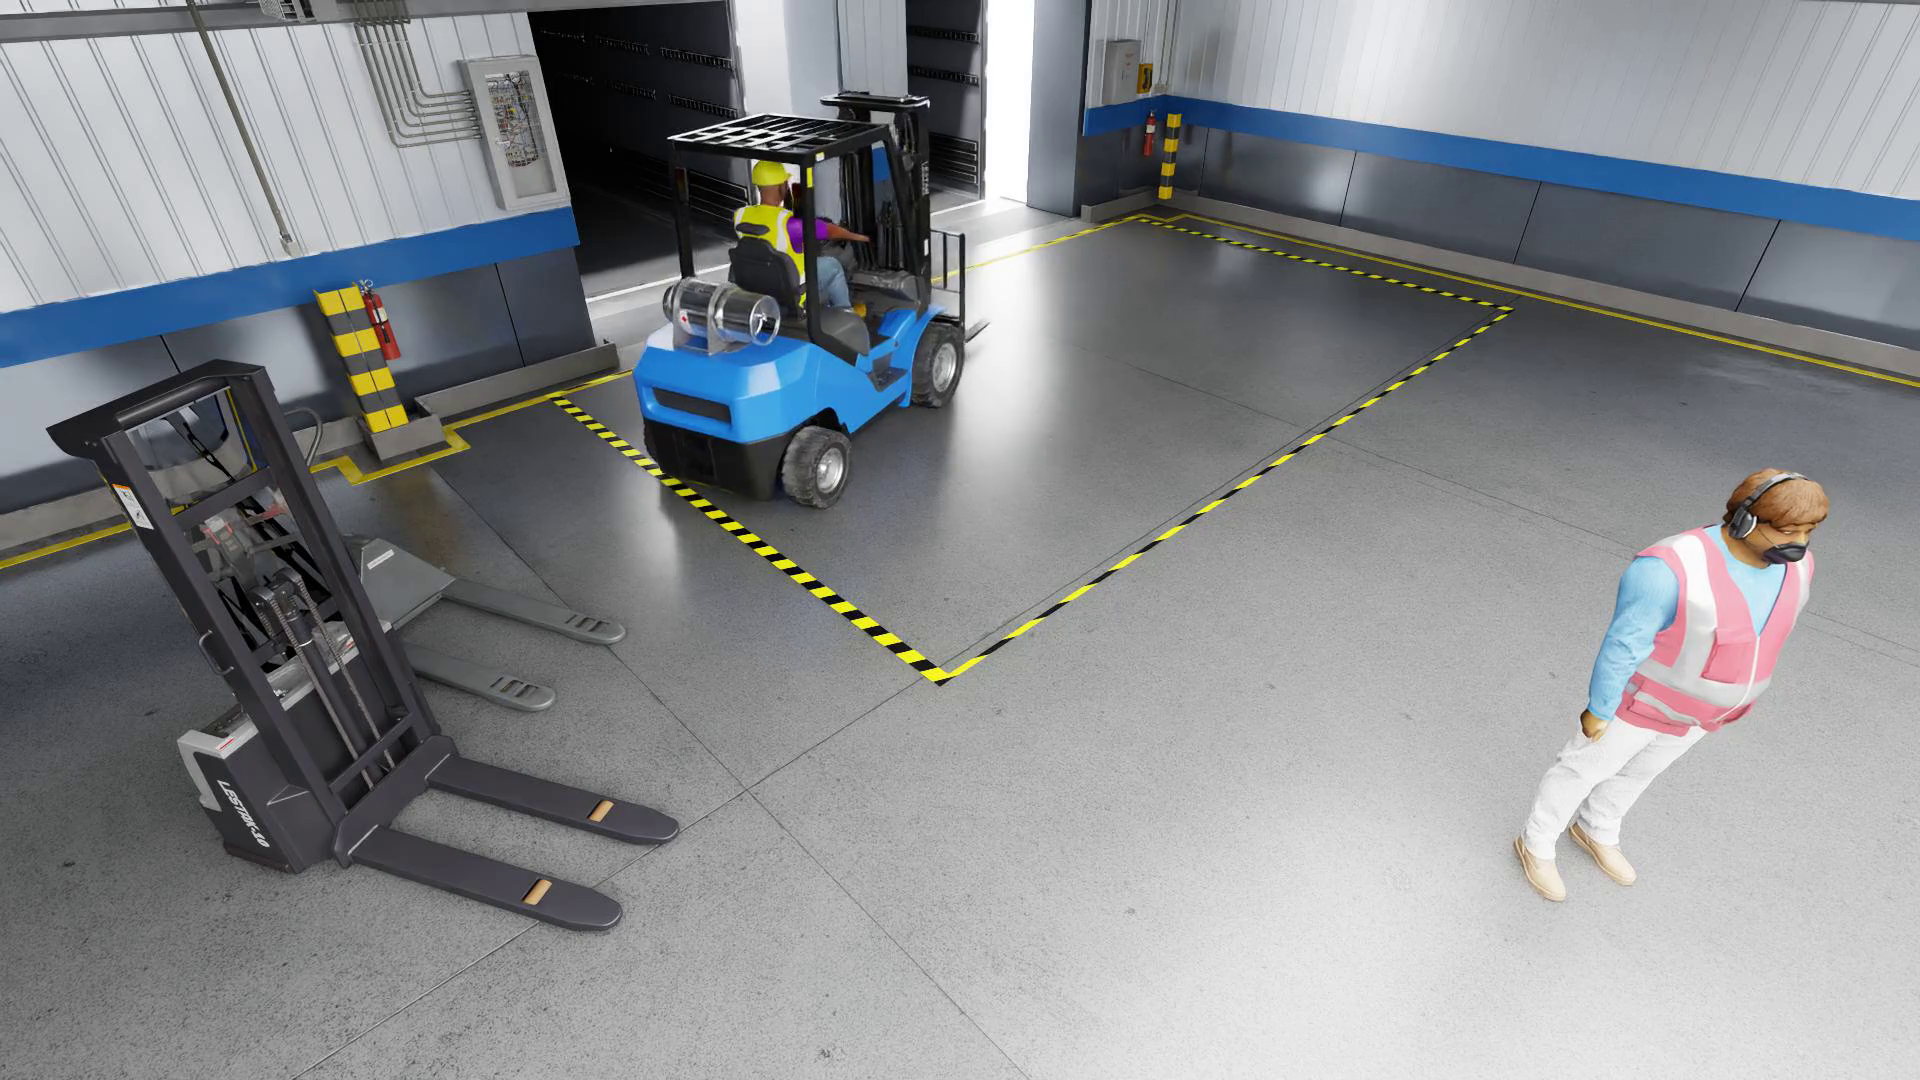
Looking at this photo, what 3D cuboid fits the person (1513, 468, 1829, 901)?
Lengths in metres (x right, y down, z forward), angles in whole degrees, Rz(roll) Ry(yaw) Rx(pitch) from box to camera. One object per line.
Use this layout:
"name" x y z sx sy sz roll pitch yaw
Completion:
"person" 2.518 0.570 3.272 0.621 1.844 0.430 -6 35 -9

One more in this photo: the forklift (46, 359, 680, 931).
"forklift" -2.135 0.422 3.354 1.885 1.965 0.823 10 35 14

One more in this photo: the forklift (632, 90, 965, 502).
"forklift" -1.046 -1.787 6.287 1.157 2.036 2.680 16 37 22

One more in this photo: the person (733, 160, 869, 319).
"person" -1.013 -1.970 6.223 0.635 1.294 1.004 16 37 22

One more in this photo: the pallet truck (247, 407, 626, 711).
"pallet truck" -2.628 0.038 4.590 1.601 1.201 0.680 12 36 18
